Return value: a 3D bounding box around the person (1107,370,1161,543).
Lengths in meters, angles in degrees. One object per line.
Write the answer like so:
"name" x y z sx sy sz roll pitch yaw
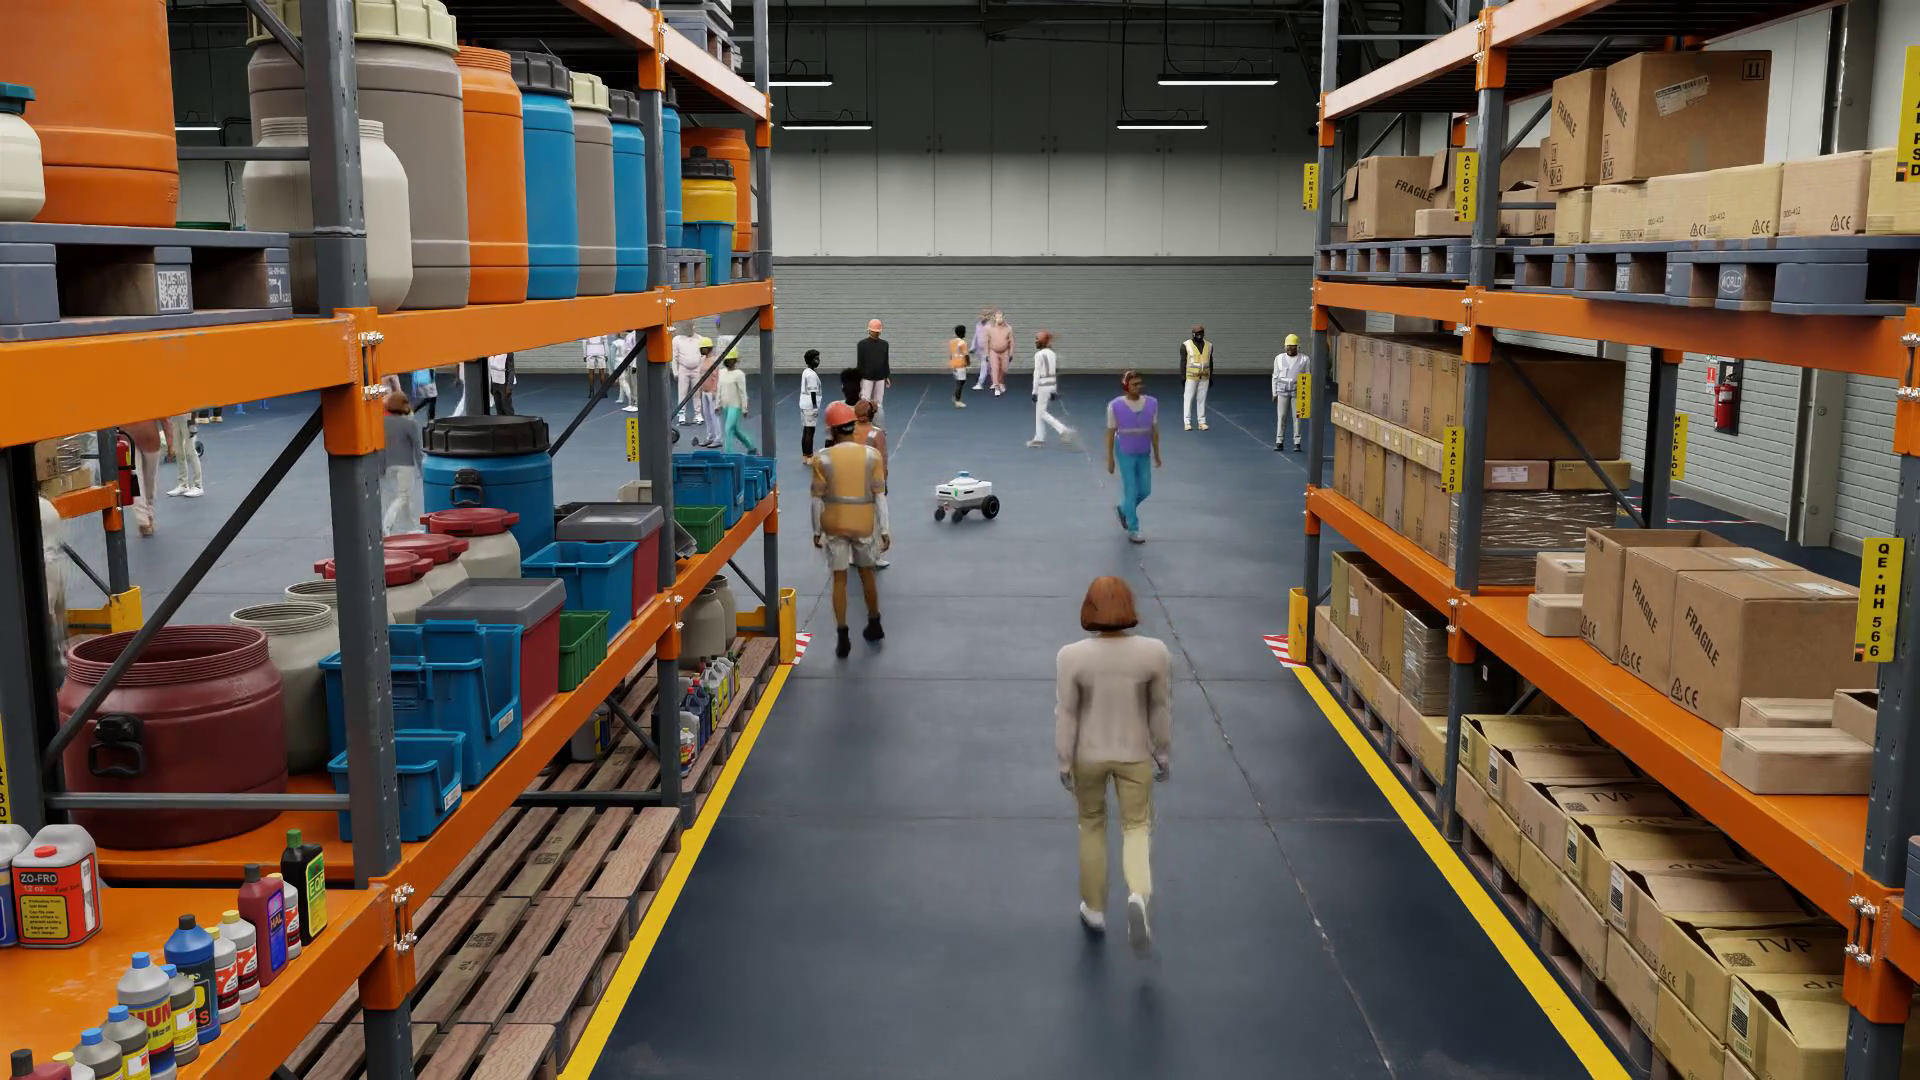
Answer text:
"person" 1.829 -0.913 17.755 0.592 1.828 0.658 -4 10 -21

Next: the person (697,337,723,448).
"person" -4.030 -2.371 26.692 0.329 1.762 0.530 -7 12 -37

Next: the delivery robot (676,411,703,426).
"delivery robot" -4.545 -1.984 27.042 0.698 0.223 0.335 2 10 9

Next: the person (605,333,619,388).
"person" -8.294 -4.599 39.662 0.628 1.894 1.026 0 9 -2

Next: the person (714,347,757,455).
"person" -3.277 -1.962 24.302 0.519 1.737 0.824 9 13 44

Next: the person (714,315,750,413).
"person" -4.589 -3.481 32.817 0.721 1.931 0.619 3 10 16

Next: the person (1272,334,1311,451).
"person" 5.201 -2.320 26.161 0.601 1.831 0.404 3 10 19

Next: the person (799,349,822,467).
"person" -2.168 -1.923 24.189 0.322 1.698 0.533 -3 10 -16

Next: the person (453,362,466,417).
"person" -8.618 -2.801 29.125 0.527 1.817 1.008 8 12 38

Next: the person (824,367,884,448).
"person" -1.031 -0.760 16.501 0.616 1.944 0.640 2 10 9

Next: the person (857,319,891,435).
"person" -1.472 -2.790 28.521 0.611 1.985 0.393 -5 11 -28

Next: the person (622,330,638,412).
"person" -6.514 -3.513 33.021 0.356 1.930 0.587 -5 11 -26

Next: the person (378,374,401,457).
"person" -8.562 -2.014 24.687 0.528 1.716 0.946 0 9 1

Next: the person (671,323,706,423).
"person" -5.012 -3.136 30.835 0.652 1.905 0.405 -4 10 -20

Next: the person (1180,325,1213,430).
"person" 4.196 -2.869 29.426 0.631 1.843 0.429 -3 10 -16

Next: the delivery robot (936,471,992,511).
"delivery robot" 0.048 -0.550 19.213 0.477 0.478 0.707 7 12 39

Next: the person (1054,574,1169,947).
"person" 0.662 0.953 7.199 0.511 1.614 0.607 0 9 -1

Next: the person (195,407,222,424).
"person" -13.995 -3.164 30.725 0.536 2.000 0.673 4 10 22

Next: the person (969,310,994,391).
"person" 0.615 -4.428 38.739 0.979 1.870 0.645 -8 12 -38

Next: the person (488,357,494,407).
"person" -9.712 -3.563 34.262 0.504 1.612 0.658 0 9 -1

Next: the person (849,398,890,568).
"person" -0.922 -0.552 16.150 0.523 1.638 0.310 6 11 34

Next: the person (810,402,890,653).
"person" -0.853 -0.108 12.754 0.594 1.889 0.719 -1 10 -8

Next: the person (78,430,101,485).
"person" -10.984 -1.396 21.044 0.496 1.690 0.923 -1 10 -4

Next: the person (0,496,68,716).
"person" -5.611 0.370 9.922 0.628 1.895 1.045 0 9 -2

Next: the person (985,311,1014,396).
"person" 0.868 -4.167 37.070 0.651 1.886 0.613 -1 10 -6

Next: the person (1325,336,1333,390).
"person" 8.464 -4.414 38.674 0.355 1.844 0.525 -6 11 -33

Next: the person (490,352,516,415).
"person" -7.474 -2.529 27.170 0.592 1.917 0.392 8 13 41

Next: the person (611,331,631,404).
"person" -7.008 -3.634 34.696 0.740 1.616 0.522 9 13 42

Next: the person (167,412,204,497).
"person" -9.878 -1.482 21.080 0.493 1.860 0.332 4 10 24

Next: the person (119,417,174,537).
"person" -8.970 -1.047 18.220 0.633 1.946 1.016 -6 11 -33

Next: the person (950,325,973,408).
"person" 0.053 -3.538 33.905 0.460 1.685 0.543 -5 11 -30

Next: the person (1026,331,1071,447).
"person" 1.421 -2.392 26.508 0.745 1.862 0.595 5 11 27

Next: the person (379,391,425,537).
"person" -5.952 -0.779 17.617 0.510 1.604 0.774 4 10 20

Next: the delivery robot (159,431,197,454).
"delivery robot" -11.826 -1.511 24.985 0.477 0.478 0.707 2 10 14

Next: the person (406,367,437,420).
"person" -9.554 -2.820 29.609 0.526 1.680 0.549 -9 13 -44

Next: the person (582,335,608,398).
"person" -7.978 -4.082 36.406 0.542 1.938 0.357 -2 10 -10
